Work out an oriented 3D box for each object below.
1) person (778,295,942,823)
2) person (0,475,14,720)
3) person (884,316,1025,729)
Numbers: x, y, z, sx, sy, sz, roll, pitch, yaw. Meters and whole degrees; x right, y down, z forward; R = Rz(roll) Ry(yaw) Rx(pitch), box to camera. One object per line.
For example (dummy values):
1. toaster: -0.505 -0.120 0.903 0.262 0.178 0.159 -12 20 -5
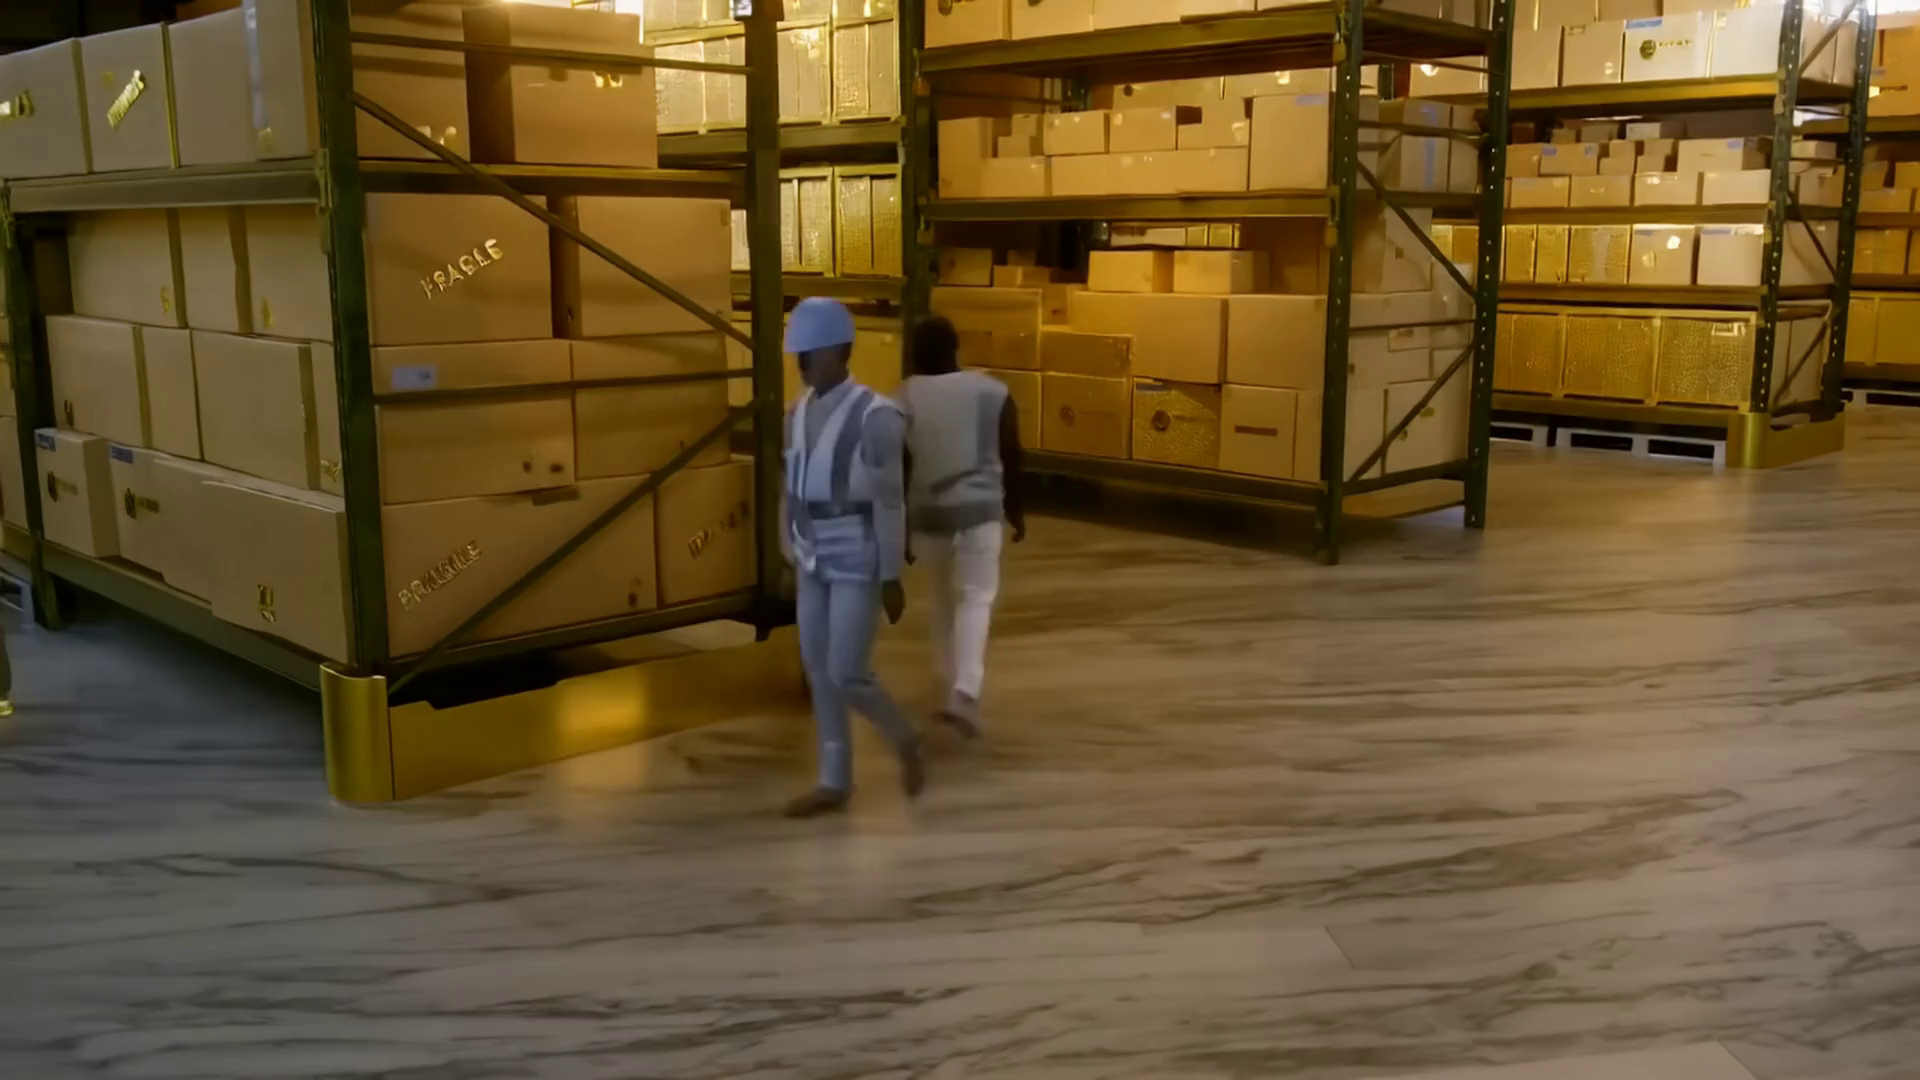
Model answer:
1. person: -0.405 0.075 6.051 0.543 1.926 0.643 -8 13 -38
2. person: -4.432 -0.052 7.204 0.524 1.759 0.337 -9 13 -39
3. person: -0.032 -0.091 7.355 0.637 1.790 0.944 0 10 1
